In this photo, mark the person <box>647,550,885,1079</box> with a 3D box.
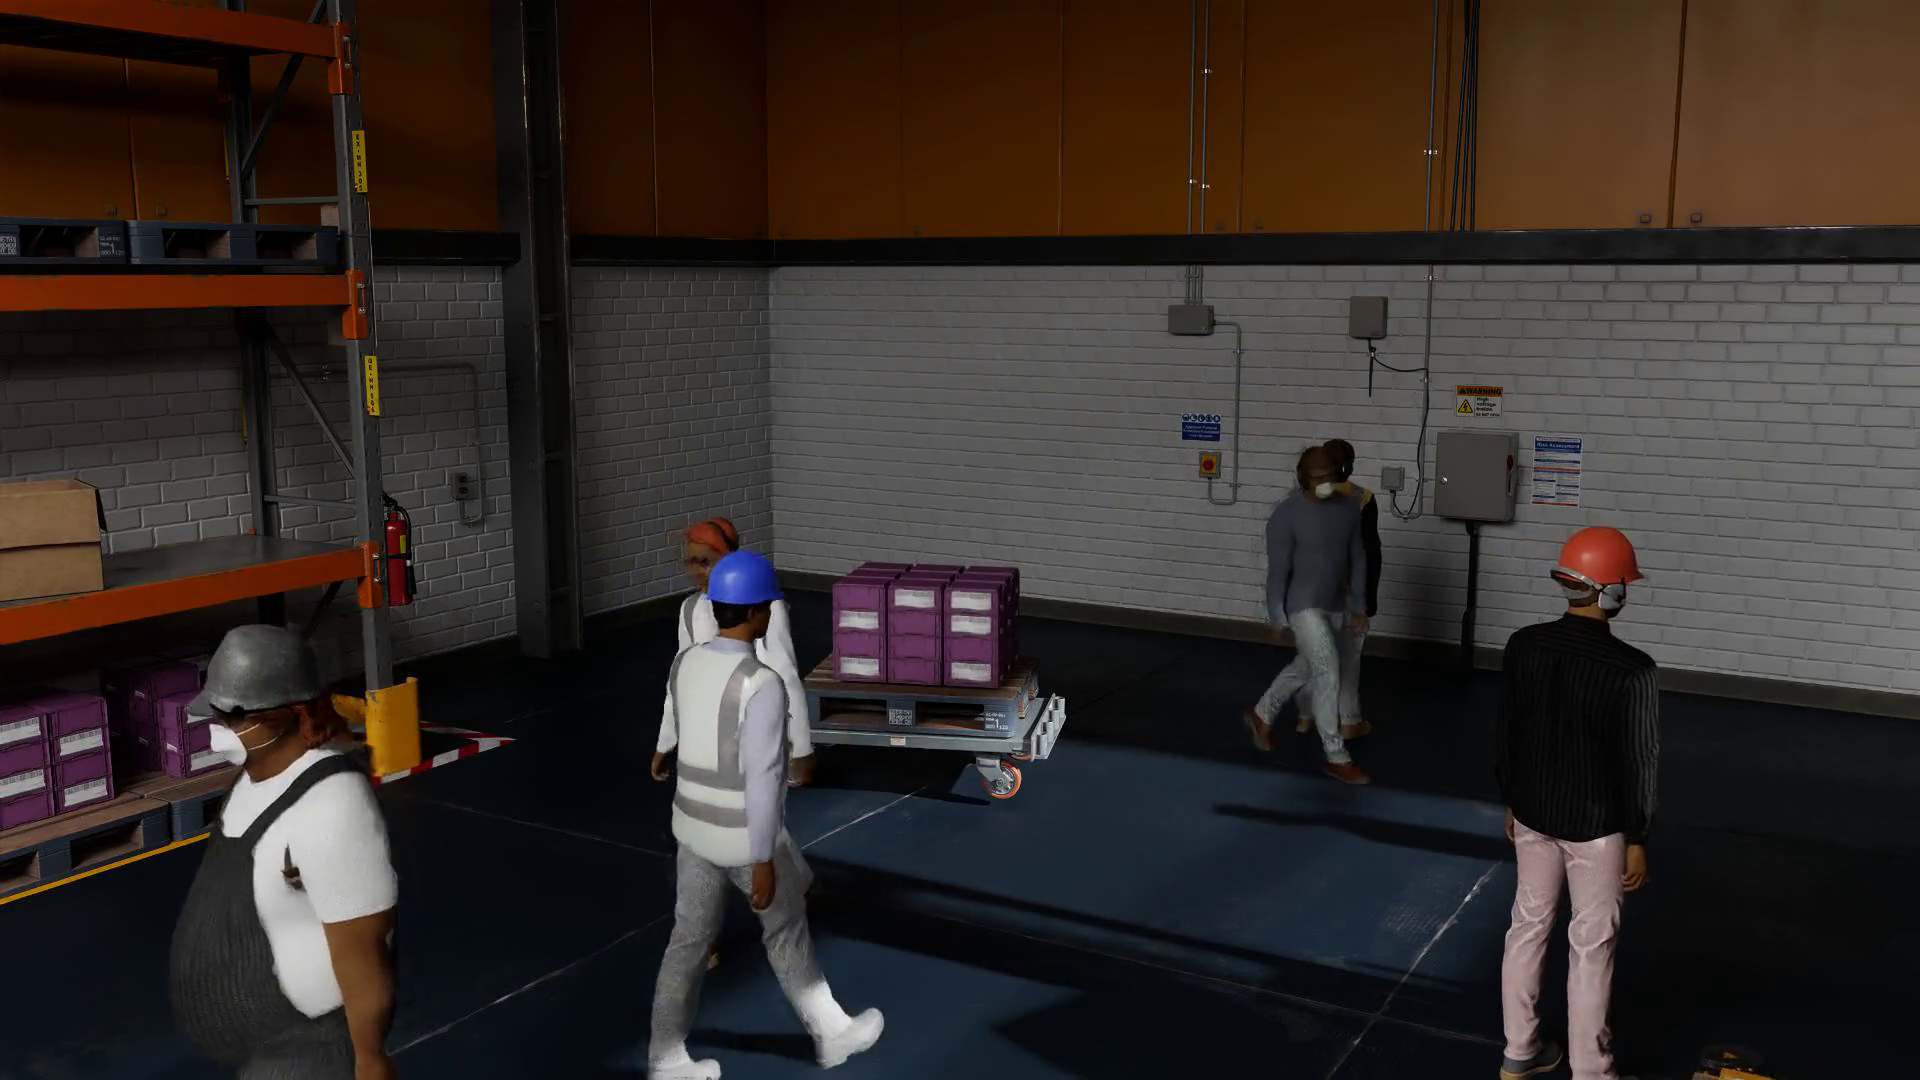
[{"bbox_3d":[-0.718,0.975,5.785,0.909,1.899,0.639,-8,12,-41],"label":"person"}]

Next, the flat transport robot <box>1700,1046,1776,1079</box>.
[{"bbox_3d":[2.457,1.923,4.925,0.652,0.197,1.431,5,11,30],"label":"flat transport robot"}]

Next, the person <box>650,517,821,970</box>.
[{"bbox_3d":[-0.926,0.834,6.823,0.650,1.847,0.909,7,11,36],"label":"person"}]

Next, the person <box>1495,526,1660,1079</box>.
[{"bbox_3d":[2.111,0.940,5.692,0.394,1.994,0.612,-5,11,-31],"label":"person"}]

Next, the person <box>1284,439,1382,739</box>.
[{"bbox_3d":[2.287,0.297,10.207,0.623,1.839,0.429,6,11,34],"label":"person"}]

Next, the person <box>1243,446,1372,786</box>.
[{"bbox_3d":[1.961,0.382,9.503,0.634,1.899,0.970,-6,11,-34],"label":"person"}]
